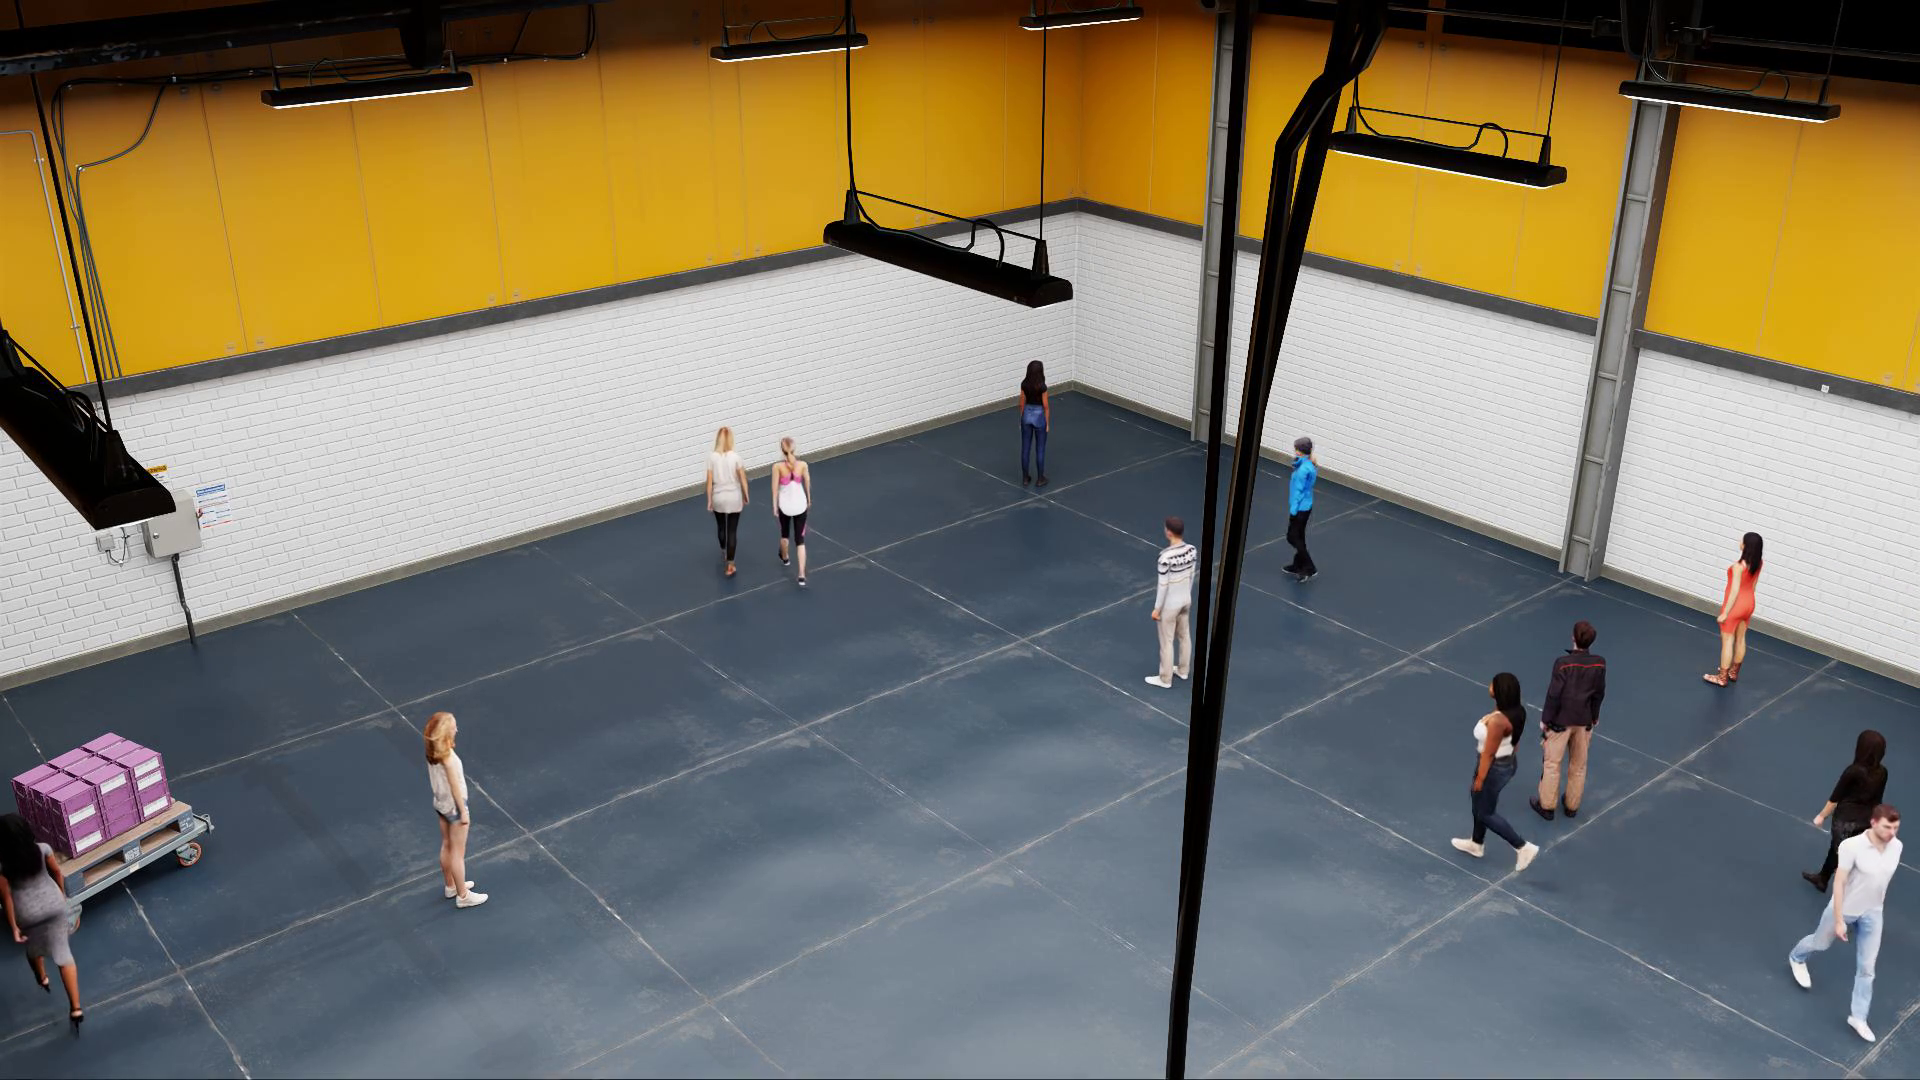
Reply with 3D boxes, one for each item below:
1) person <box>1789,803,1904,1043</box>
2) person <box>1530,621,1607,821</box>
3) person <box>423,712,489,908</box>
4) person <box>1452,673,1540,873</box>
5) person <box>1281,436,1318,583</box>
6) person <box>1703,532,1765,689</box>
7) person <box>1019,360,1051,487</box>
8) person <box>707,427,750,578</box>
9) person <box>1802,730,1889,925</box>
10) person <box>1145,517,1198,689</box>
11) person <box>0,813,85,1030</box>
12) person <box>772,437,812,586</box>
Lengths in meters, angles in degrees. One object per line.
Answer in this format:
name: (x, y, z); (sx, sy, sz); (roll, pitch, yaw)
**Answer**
person: (6.624, 2.718, 12.433); (1.117, 1.817, 1.257); (-1, 24, -3)
person: (5.434, 1.608, 14.837); (0.796, 1.925, 0.803); (-3, 24, -6)
person: (-4.205, 2.211, 13.675); (0.636, 1.751, 0.451); (-17, 29, -34)
person: (4.625, 2.000, 14.114); (1.055, 1.787, 0.771); (17, 29, 34)
person: (4.013, -0.362, 19.506); (0.822, 1.796, 0.772); (15, 28, 31)
person: (8.031, 0.707, 17.156); (0.623, 1.718, 0.577); (-13, 27, -27)
person: (0.992, -1.578, 22.358); (0.618, 1.738, 0.719); (9, 25, 19)
person: (-2.753, -0.427, 19.646); (0.983, 1.802, 1.086); (-1, 24, -2)
person: (7.312, 2.349, 13.535); (0.884, 1.611, 1.151); (-7, 25, -15)
person: (2.213, 0.633, 17.149); (0.677, 1.860, 0.551); (-19, 30, -37)
person: (-6.756, 2.825, 12.287); (0.650, 1.737, 1.086); (-16, 29, -33)
person: (-1.940, -0.311, 19.459); (0.962, 1.740, 1.196); (-6, 24, -13)
